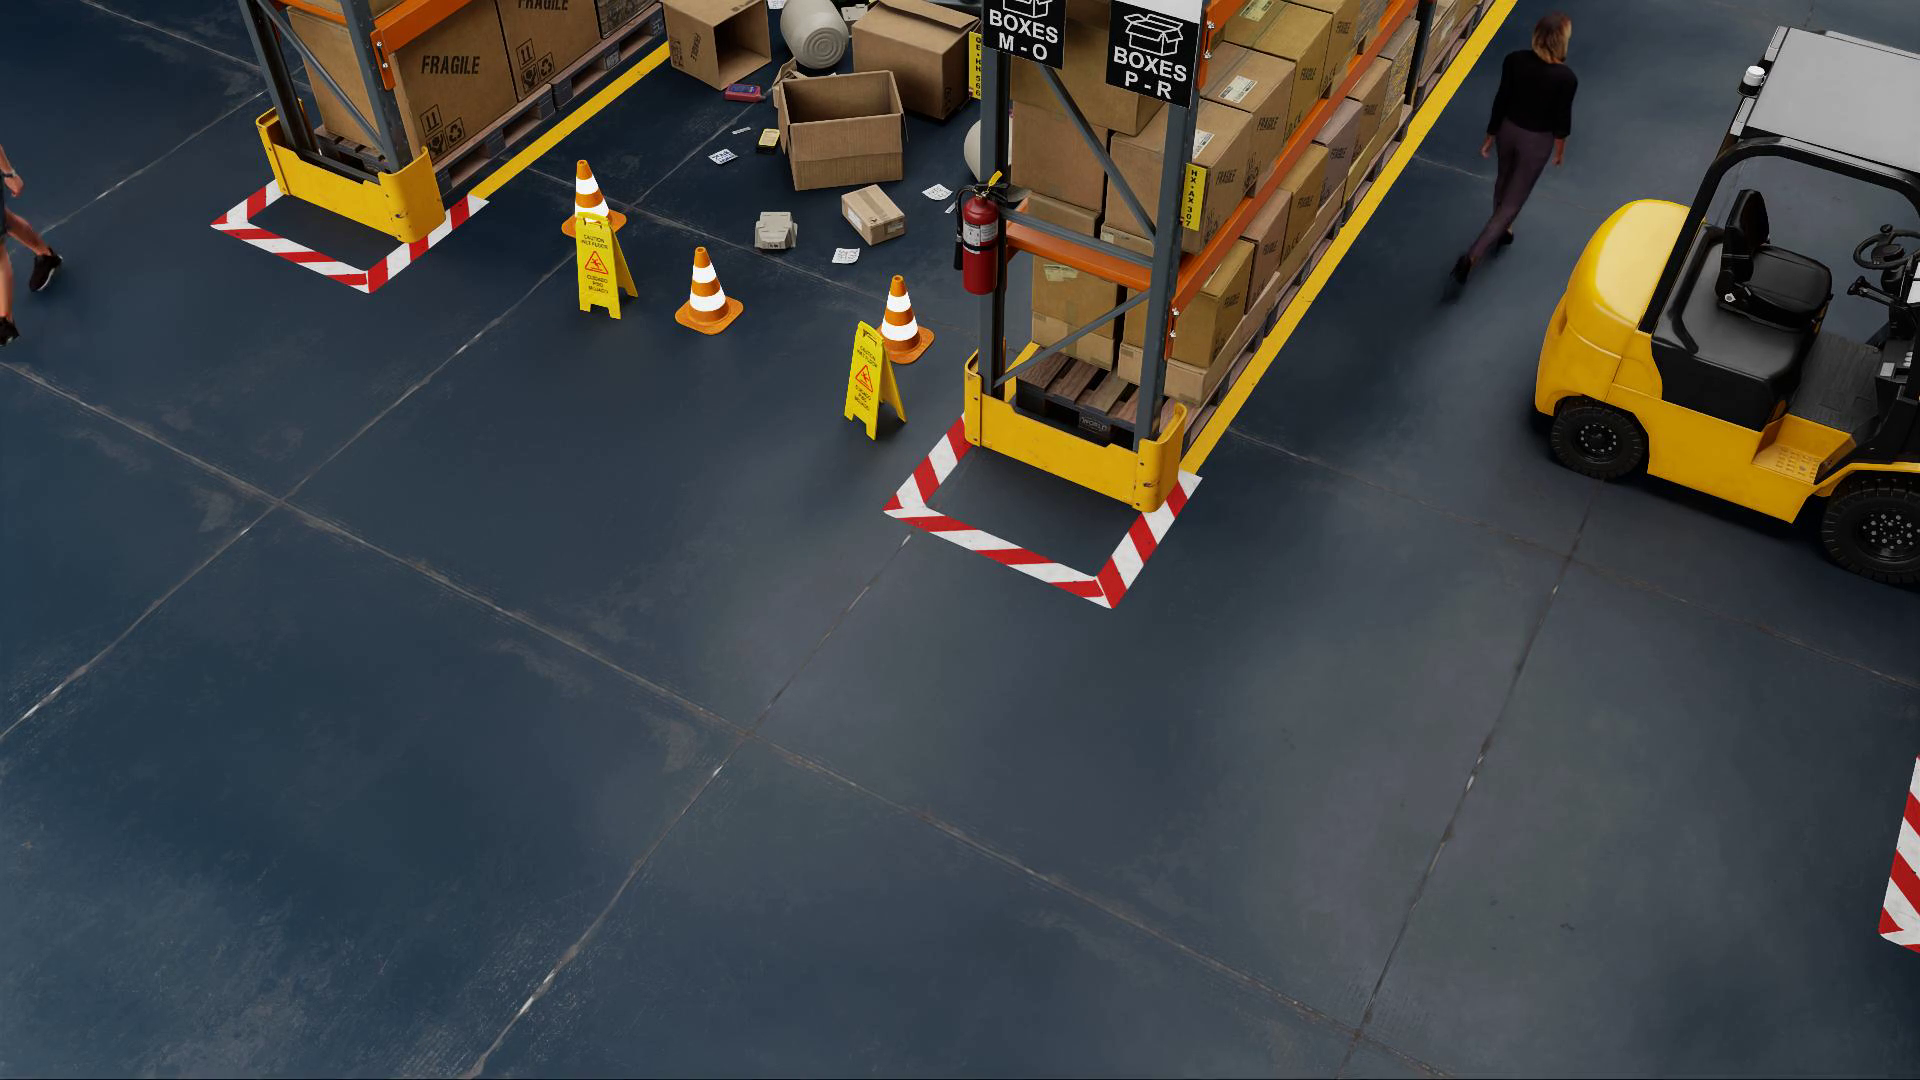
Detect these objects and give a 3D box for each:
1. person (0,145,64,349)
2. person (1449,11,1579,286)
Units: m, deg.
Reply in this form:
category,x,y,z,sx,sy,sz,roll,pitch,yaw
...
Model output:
category,x,y,z,sx,sy,sz,roll,pitch,yaw
person,-5.472,-2.053,9.244,1.040,1.799,1.299,4,47,3
person,3.150,-2.177,9.463,0.770,1.644,1.084,36,57,29
